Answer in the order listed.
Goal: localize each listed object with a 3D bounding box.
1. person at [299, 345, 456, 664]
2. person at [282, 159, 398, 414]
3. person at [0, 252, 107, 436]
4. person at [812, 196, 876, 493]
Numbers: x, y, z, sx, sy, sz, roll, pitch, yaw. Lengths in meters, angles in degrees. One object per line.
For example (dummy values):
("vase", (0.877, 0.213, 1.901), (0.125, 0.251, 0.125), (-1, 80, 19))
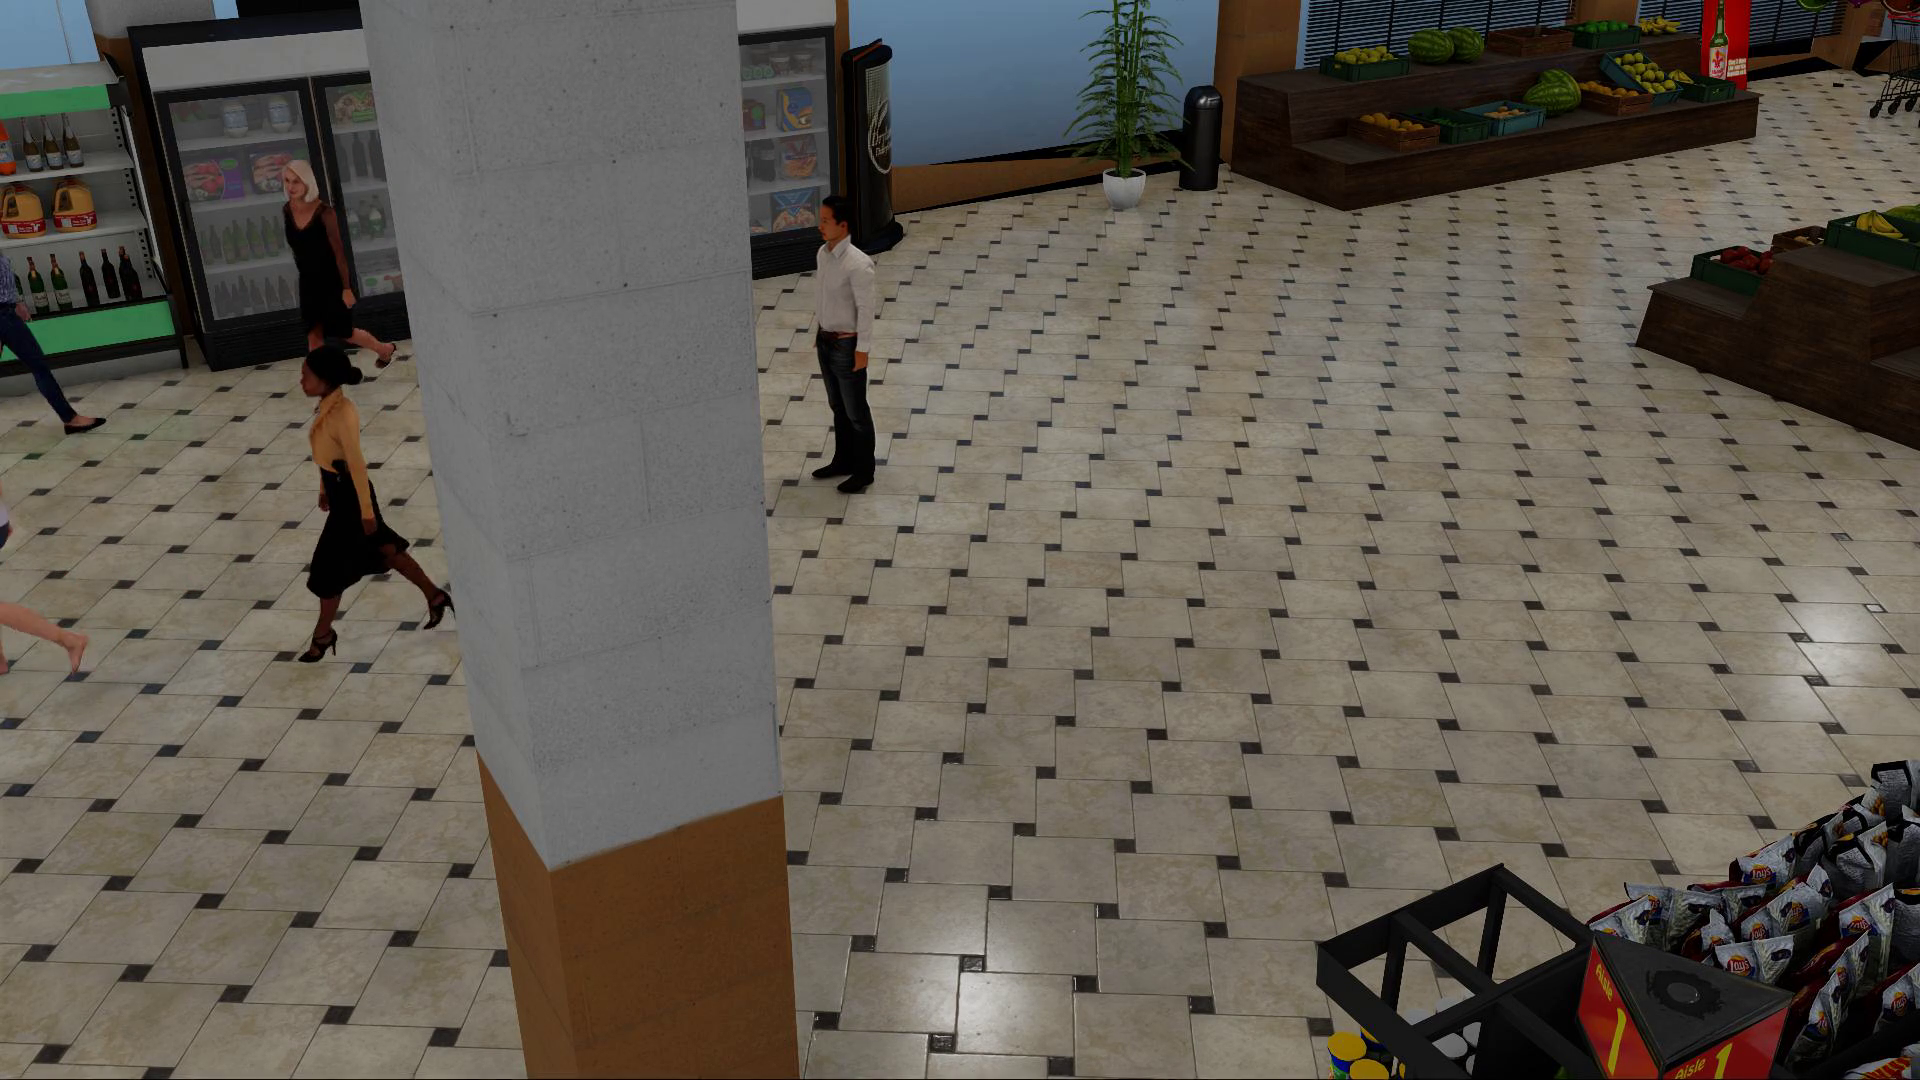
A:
("person", (-2.920, -0.170, 8.221), (1.017, 1.613, 0.622), (-13, 30, -24))
("person", (-4.204, -1.724, 11.178), (0.988, 1.710, 1.092), (11, 29, 21))
("person", (-6.184, -1.369, 10.507), (1.124, 1.683, 0.641), (-18, 32, -31))
("person", (-0.691, -1.175, 9.984), (0.569, 1.810, 0.689), (-18, 32, -32))
